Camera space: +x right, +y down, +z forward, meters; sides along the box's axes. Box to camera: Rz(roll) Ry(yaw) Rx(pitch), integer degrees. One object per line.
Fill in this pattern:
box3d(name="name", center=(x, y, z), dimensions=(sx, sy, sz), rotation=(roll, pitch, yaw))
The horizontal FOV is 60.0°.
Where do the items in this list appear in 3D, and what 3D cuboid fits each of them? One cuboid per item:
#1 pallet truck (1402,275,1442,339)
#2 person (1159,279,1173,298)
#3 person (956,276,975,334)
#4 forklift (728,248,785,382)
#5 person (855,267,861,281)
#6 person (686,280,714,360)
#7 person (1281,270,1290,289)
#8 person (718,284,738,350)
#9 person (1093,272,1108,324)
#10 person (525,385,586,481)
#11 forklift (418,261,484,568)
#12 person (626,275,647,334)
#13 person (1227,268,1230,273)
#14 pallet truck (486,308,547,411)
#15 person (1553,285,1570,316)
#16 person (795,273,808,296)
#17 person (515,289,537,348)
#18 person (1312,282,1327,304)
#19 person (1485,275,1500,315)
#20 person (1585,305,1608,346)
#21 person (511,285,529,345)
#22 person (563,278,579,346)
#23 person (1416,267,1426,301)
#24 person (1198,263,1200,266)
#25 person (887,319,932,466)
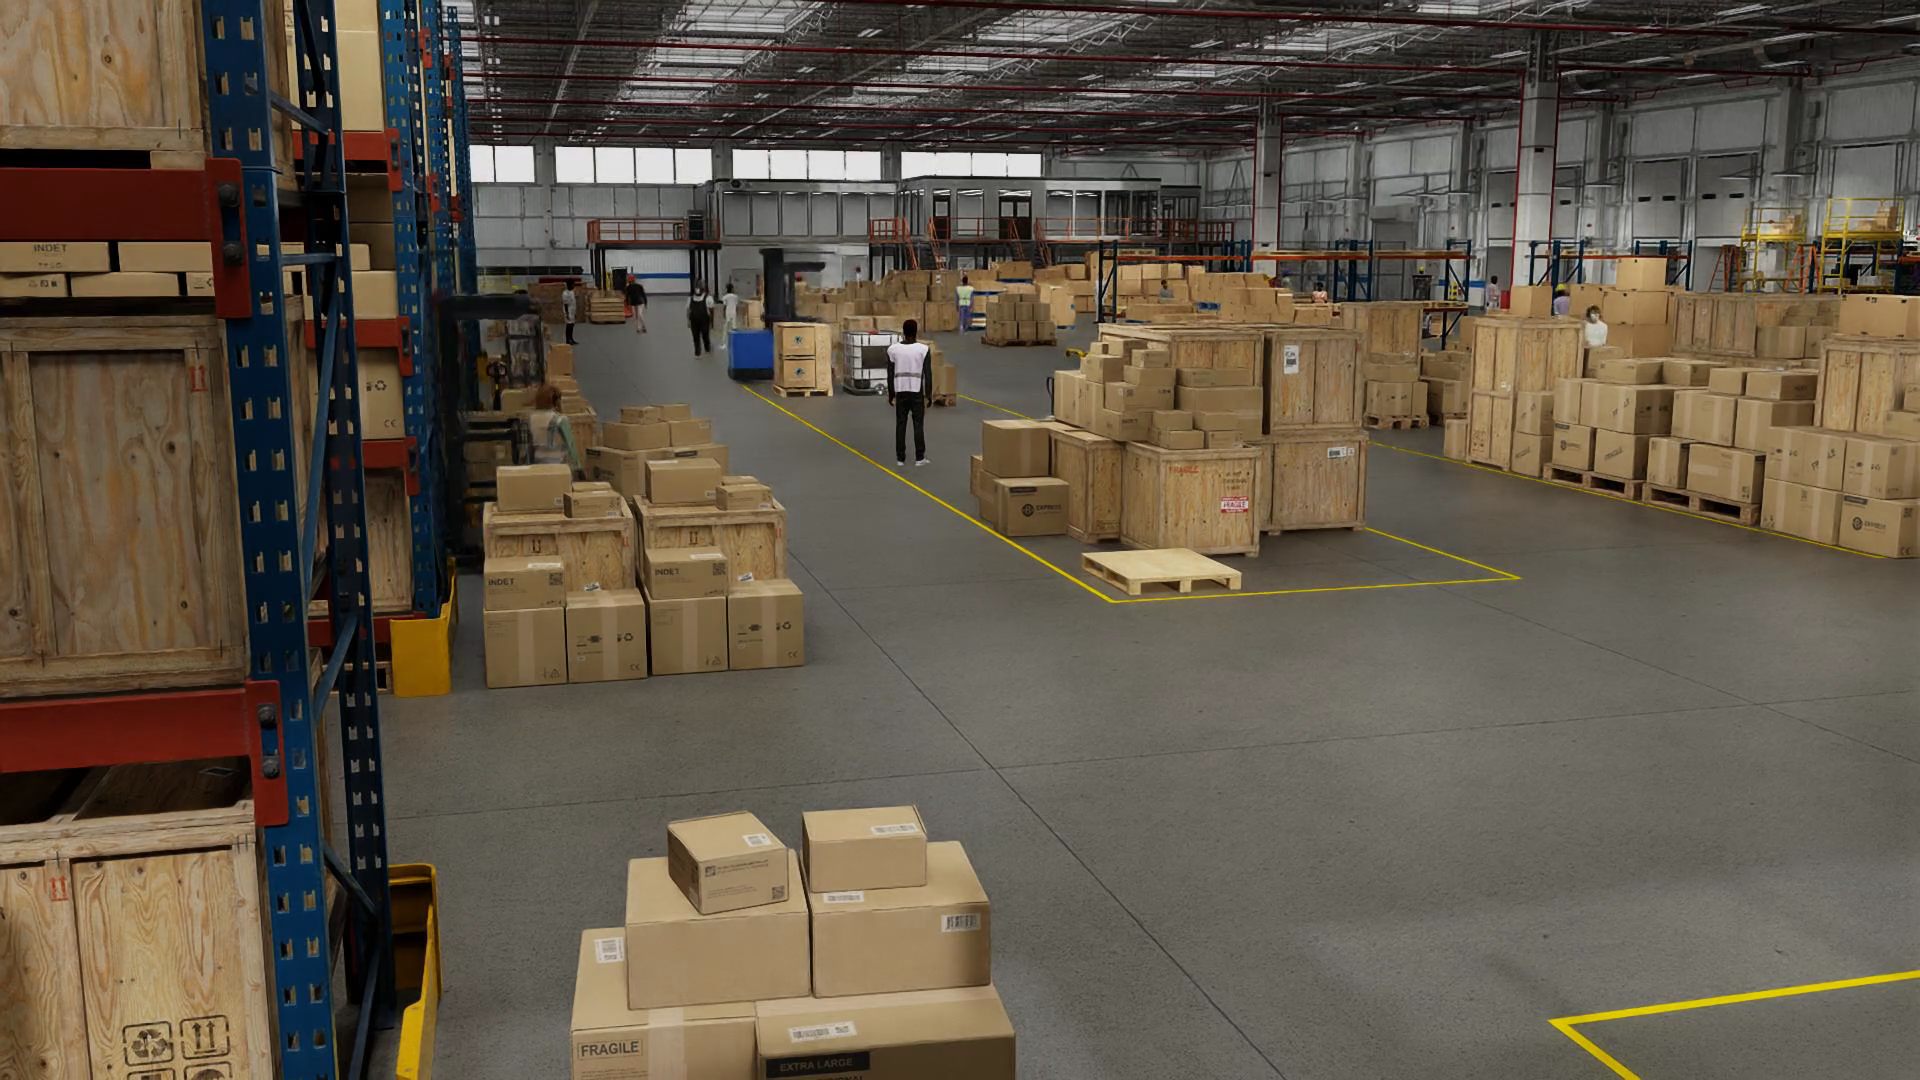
box3d(name="pallet truck", center=(14.620, -7.324, 52.145), dimensions=(0.823, 1.965, 1.885), rotation=(8, 13, 40))
box3d(name="person", center=(6.596, -7.434, 53.233), dimensions=(0.554, 1.829, 0.462), rotation=(-2, 10, -11))
box3d(name="person", center=(0.175, -7.680, 54.429), dimensions=(0.591, 1.904, 0.474), rotation=(1, 10, 6))
box3d(name="forklift", center=(-3.964, -4.789, 35.292), dimensions=(1.873, 2.768, 1.129), rotation=(-3, 10, -15))
box3d(name="person", center=(-5.161, -12.716, 83.086), dimensions=(0.676, 1.866, 0.577), rotation=(-3, 10, -16))
box3d(name="person", center=(-6.595, -5.565, 42.065), dimensions=(0.700, 2.000, 0.537), rotation=(1, 10, 8))
box3d(name="person", center=(13.030, -9.877, 66.787), dimensions=(0.450, 1.921, 0.638), rotation=(5, 11, 27))
box3d(name="person", center=(-6.410, -6.175, 46.108), dimensions=(0.504, 1.827, 0.931), rotation=(-7, 12, -33))
box3d(name="person", center=(5.193, -8.951, 61.528), dimensions=(0.630, 1.940, 0.372), rotation=(10, 14, 44))
box3d(name="person", center=(-3.791, -0.636, 15.430), dimensions=(0.526, 1.591, 0.878), rotation=(7, 12, 34))
box3d(name="forklift", center=(-4.835, -1.159, 14.737), dimensions=(1.873, 2.768, 1.129), rotation=(-3, 10, -15))
box3d(name="person", center=(-10.637, -7.722, 54.580), dimensions=(0.642, 1.935, 0.646), rotation=(2, 10, 11))
box3d(name="person", center=(13.431, -12.729, 83.244), dimensions=(0.710, 1.820, 0.626), rotation=(8, 13, 39))
box3d(name="pallet truck", center=(-6.242, -2.418, 24.362), dimensions=(0.823, 1.965, 1.885), rotation=(1, 10, 3))
box3d(name="person", center=(15.690, -5.733, 43.498), dimensions=(0.593, 1.873, 1.007), rotation=(-4, 11, -21))
box3d(name="person", center=(-5.704, -8.692, 60.138), dimensions=(0.563, 1.910, 0.699), rotation=(-5, 11, -25))
box3d(name="person", center=(-12.376, -6.301, 47.309), dimensions=(0.532, 1.635, 0.860), rotation=(8, 13, 37))
box3d(name="person", center=(11.962, -7.737, 55.362), dimensions=(0.533, 1.690, 0.321), rotation=(4, 11, 24))
box3d(name="person", center=(18.833, -8.419, 58.787), dimensions=(0.624, 1.844, 0.430), rotation=(-7, 12, -35))
box3d(name="person", center=(10.705, -3.045, 28.257), dimensions=(0.650, 1.880, 1.022), rotation=(-1, 10, -7))
box3d(name="person", center=(-12.842, -6.544, 48.424), dimensions=(0.525, 1.758, 0.511), rotation=(4, 11, 23))
box3d(name="person", center=(-11.308, -6.614, 48.250), dimensions=(0.370, 1.958, 0.596), rotation=(1, 10, 7))
box3d(name="person", center=(20.937, -11.436, 75.631), dimensions=(0.366, 1.927, 0.585), rotation=(-8, 13, -38))
box3d(name="person", center=(13.018, -14.155, 90.832), dimensions=(0.617, 1.994, 0.381), rotation=(-4, 11, -20))
box3d(name="person", center=(-0.658, -1.927, 21.815), dimensions=(0.596, 1.915, 0.373), rotation=(2, 10, 12))
